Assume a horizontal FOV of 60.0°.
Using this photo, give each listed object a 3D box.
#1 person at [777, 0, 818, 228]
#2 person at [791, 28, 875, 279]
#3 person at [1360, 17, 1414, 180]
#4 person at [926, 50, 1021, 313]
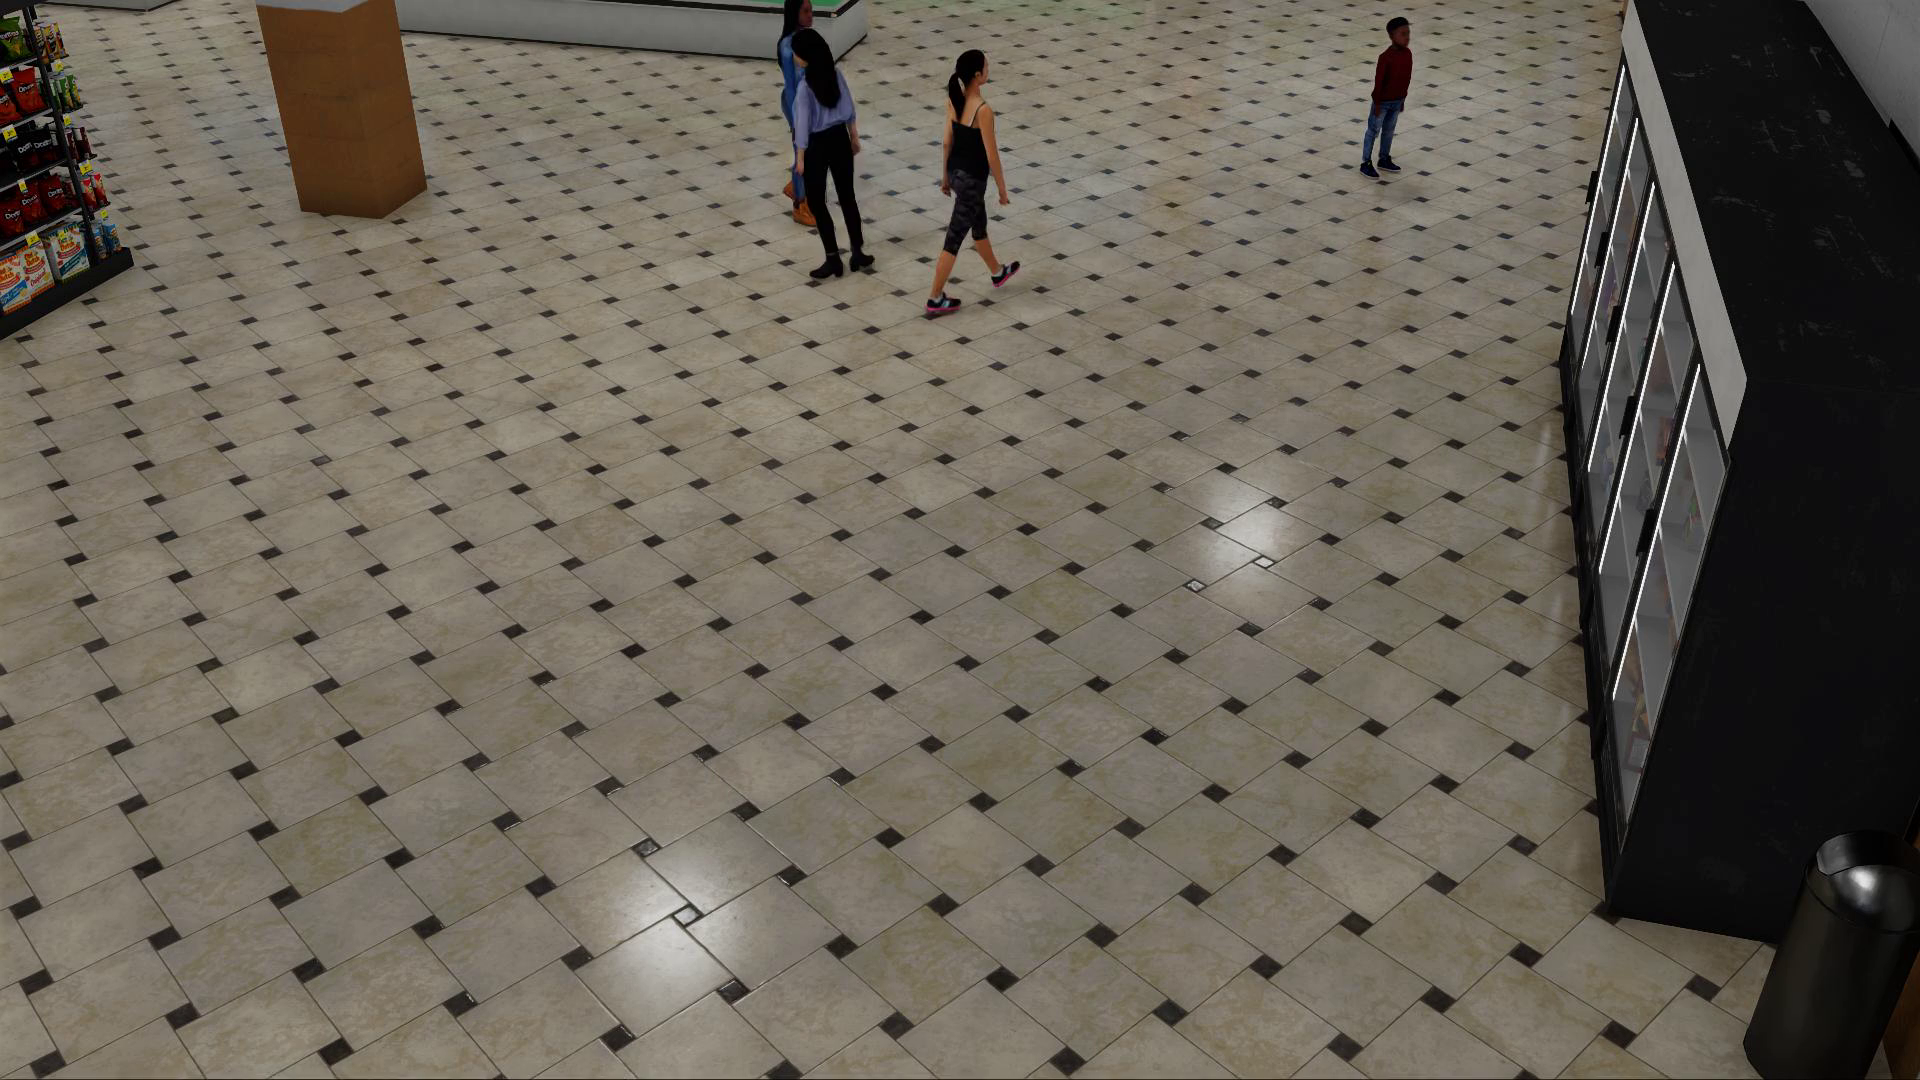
[{"bbox_3d":[-1.220,-3.152,12.216,0.718,1.700,0.690,14,35,22],"label":"person"},{"bbox_3d":[-0.839,-2.639,11.364,0.823,1.729,0.769,-22,38,-31],"label":"person"},{"bbox_3d":[3.404,-3.533,13.250,0.578,1.253,0.632,-19,37,-28],"label":"person"},{"bbox_3d":[-0.032,-2.287,10.831,1.062,1.694,1.060,-21,38,-30],"label":"person"}]
